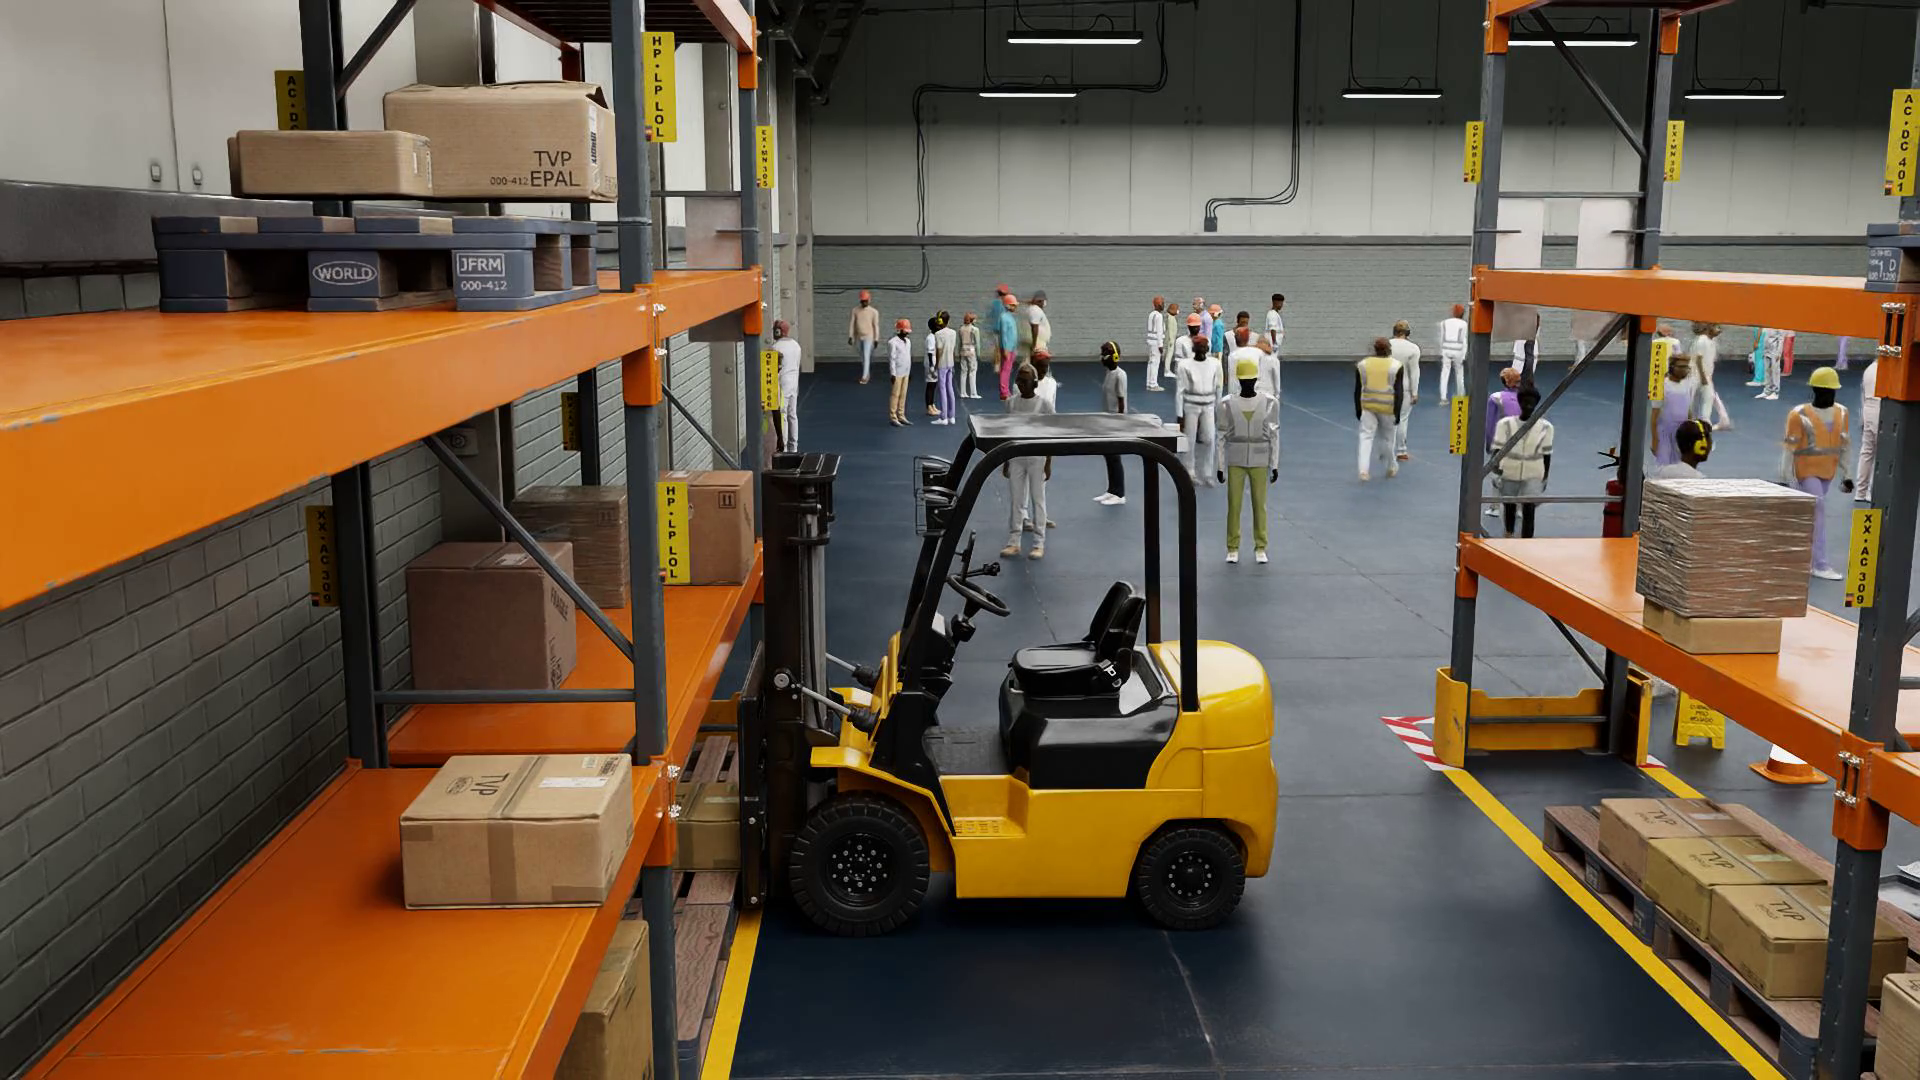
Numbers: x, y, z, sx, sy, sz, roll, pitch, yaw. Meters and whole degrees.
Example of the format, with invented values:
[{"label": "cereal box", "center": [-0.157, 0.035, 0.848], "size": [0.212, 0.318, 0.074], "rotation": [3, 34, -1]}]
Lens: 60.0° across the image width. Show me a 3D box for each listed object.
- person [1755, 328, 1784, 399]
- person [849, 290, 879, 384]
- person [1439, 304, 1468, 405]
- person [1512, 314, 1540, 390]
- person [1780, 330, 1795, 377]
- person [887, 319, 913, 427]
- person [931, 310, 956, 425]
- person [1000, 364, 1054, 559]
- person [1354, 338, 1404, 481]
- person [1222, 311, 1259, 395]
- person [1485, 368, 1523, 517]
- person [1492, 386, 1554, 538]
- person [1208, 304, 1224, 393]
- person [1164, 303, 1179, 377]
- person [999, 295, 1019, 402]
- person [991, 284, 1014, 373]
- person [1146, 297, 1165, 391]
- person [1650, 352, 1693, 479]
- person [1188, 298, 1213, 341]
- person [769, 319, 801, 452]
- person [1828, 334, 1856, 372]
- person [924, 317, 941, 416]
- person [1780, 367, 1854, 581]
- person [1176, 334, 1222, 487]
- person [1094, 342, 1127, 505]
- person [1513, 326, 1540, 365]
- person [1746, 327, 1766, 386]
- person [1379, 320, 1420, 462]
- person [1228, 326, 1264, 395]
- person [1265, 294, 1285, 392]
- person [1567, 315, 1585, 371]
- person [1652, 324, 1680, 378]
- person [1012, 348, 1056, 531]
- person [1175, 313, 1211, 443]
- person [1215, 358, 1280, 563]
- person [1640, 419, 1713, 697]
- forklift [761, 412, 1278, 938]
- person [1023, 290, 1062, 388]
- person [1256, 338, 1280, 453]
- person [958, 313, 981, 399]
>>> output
[{"label": "person", "center": [15.450, -3.550, 31.664], "size": [0.319, 1.743, 0.488], "rotation": [-1, 10, -7]}, {"label": "person", "center": [-2.019, -4.312, 35.285], "size": [0.630, 1.968, 0.878], "rotation": [4, 11, 23]}, {"label": "person", "center": [9.142, -3.426, 30.687], "size": [0.585, 1.832, 0.957], "rotation": [8, 13, 39]}, {"label": "person", "center": [8.727, -2.558, 25.680], "size": [0.396, 1.911, 0.588], "rotation": [1, 10, 6]}, {"label": "person", "center": [18.291, -4.484, 36.805], "size": [0.523, 1.769, 0.321], "rotation": [-10, 14, -43]}, {"label": "person", "center": [-0.944, -2.719, 27.037], "size": [0.352, 1.740, 0.563], "rotation": [6, 12, 30]}, {"label": "person", "center": [-0.269, -2.823, 27.265], "size": [0.328, 1.872, 0.511], "rotation": [7, 13, 36]}, {"label": "person", "center": [0.638, -0.737, 15.712], "size": [0.506, 1.846, 0.349], "rotation": [5, 11, 26]}, {"label": "person", "center": [5.274, -1.646, 20.950], "size": [0.644, 1.789, 0.978], "rotation": [5, 12, 28]}, {"label": "person", "center": [4.369, -2.611, 25.957], "size": [0.592, 1.917, 0.392], "rotation": [-2, 10, -13]}, {"label": "person", "center": [5.962, -1.054, 18.079], "size": [0.514, 1.634, 0.313], "rotation": [0, 10, 1]}, {"label": "person", "center": [5.273, -0.629, 15.615], "size": [0.530, 1.665, 0.830], "rotation": [4, 11, 20]}, {"label": "person", "center": [5.050, -3.784, 32.943], "size": [0.342, 1.749, 0.573], "rotation": [0, 10, 0]}, {"label": "person", "center": [4.701, -4.436, 36.937], "size": [0.280, 1.627, 0.498], "rotation": [2, 10, 11]}, {"label": "person", "center": [0.911, -3.593, 31.198], "size": [0.383, 1.996, 0.609], "rotation": [3, 11, 15]}, {"label": "person", "center": [0.996, -4.826, 38.016], "size": [0.608, 2.024, 0.606], "rotation": [-10, 14, -43]}, {"label": "person", "center": [3.948, -3.942, 33.494], "size": [0.349, 1.877, 0.576], "rotation": [-2, 10, -9]}, {"label": "person", "center": [7.539, -1.069, 17.595], "size": [0.525, 1.837, 0.388], "rotation": [-4, 11, -21]}, {"label": "person", "center": [4.628, -3.758, 32.369], "size": [0.409, 1.907, 0.651], "rotation": [-5, 11, -24]}, {"label": "person", "center": [-2.487, -2.114, 23.196], "size": [0.411, 1.913, 0.643], "rotation": [5, 11, 26]}, {"label": "person", "center": [20.313, -4.792, 38.392], "size": [0.880, 1.805, 0.534], "rotation": [-6, 12, -30]}, {"label": "person", "center": [-0.457, -2.996, 28.706], "size": [0.322, 1.697, 0.532], "rotation": [2, 10, 13]}, {"label": "person", "center": [7.675, -0.633, 15.021], "size": [0.583, 1.894, 0.944], "rotation": [-3, 11, -18]}, {"label": "person", "center": [2.934, -1.562, 20.240], "size": [0.630, 1.862, 0.764], "rotation": [-2, 10, -10]}, {"label": "person", "center": [1.744, -1.327, 18.977], "size": [0.326, 1.855, 0.524], "rotation": [-2, 10, -11]}, {"label": "person", "center": [10.435, -3.423, 30.709], "size": [0.391, 1.836, 0.560], "rotation": [-4, 11, -23]}, {"label": "person", "center": [16.630, -4.112, 34.561], "size": [0.354, 1.835, 0.517], "rotation": [7, 13, 36]}, {"label": "person", "center": [5.972, -2.033, 22.698], "size": [0.367, 1.933, 0.627], "rotation": [-10, 14, -44]}, {"label": "person", "center": [3.882, -1.949, 22.426], "size": [0.588, 1.861, 0.741], "rotation": [-4, 11, -23]}, {"label": "person", "center": [6.294, -3.953, 33.309], "size": [0.379, 1.959, 0.603], "rotation": [1, 10, 7]}, {"label": "person", "center": [14.385, -4.897, 38.617], "size": [0.395, 1.941, 0.601], "rotation": [2, 10, 10]}, {"label": "person", "center": [11.815, -2.821, 27.962], "size": [0.532, 1.606, 0.470], "rotation": [1, 10, 8]}, {"label": "person", "center": [0.793, -1.047, 17.322], "size": [0.573, 1.887, 0.355], "rotation": [-8, 13, -39]}, {"label": "person", "center": [3.456, -2.392, 24.671], "size": [0.542, 1.939, 0.359], "rotation": [-1, 10, -5]}, {"label": "person", "center": [2.673, -0.732, 15.491], "size": [0.587, 1.921, 0.388], "rotation": [1, 10, 8]}, {"label": "person", "center": [4.714, 0.141, 10.820], "size": [0.575, 1.845, 0.551], "rotation": [-1, 10, -6]}, {"label": "forklift", "center": [0.291, 0.548, 7.580], "size": [2.313, 2.155, 1.214], "rotation": [0, 10, -2]}, {"label": "person", "center": [1.661, -4.094, 33.867], "size": [0.917, 2.000, 0.697], "rotation": [-2, 10, -10]}, {"label": "person", "center": [4.301, -2.052, 23.630], "size": [0.500, 1.632, 0.278], "rotation": [4, 11, 24]}, {"label": "person", "center": [0.181, -3.513, 31.756], "size": [0.523, 1.636, 0.310], "rotation": [9, 14, 41]}]
